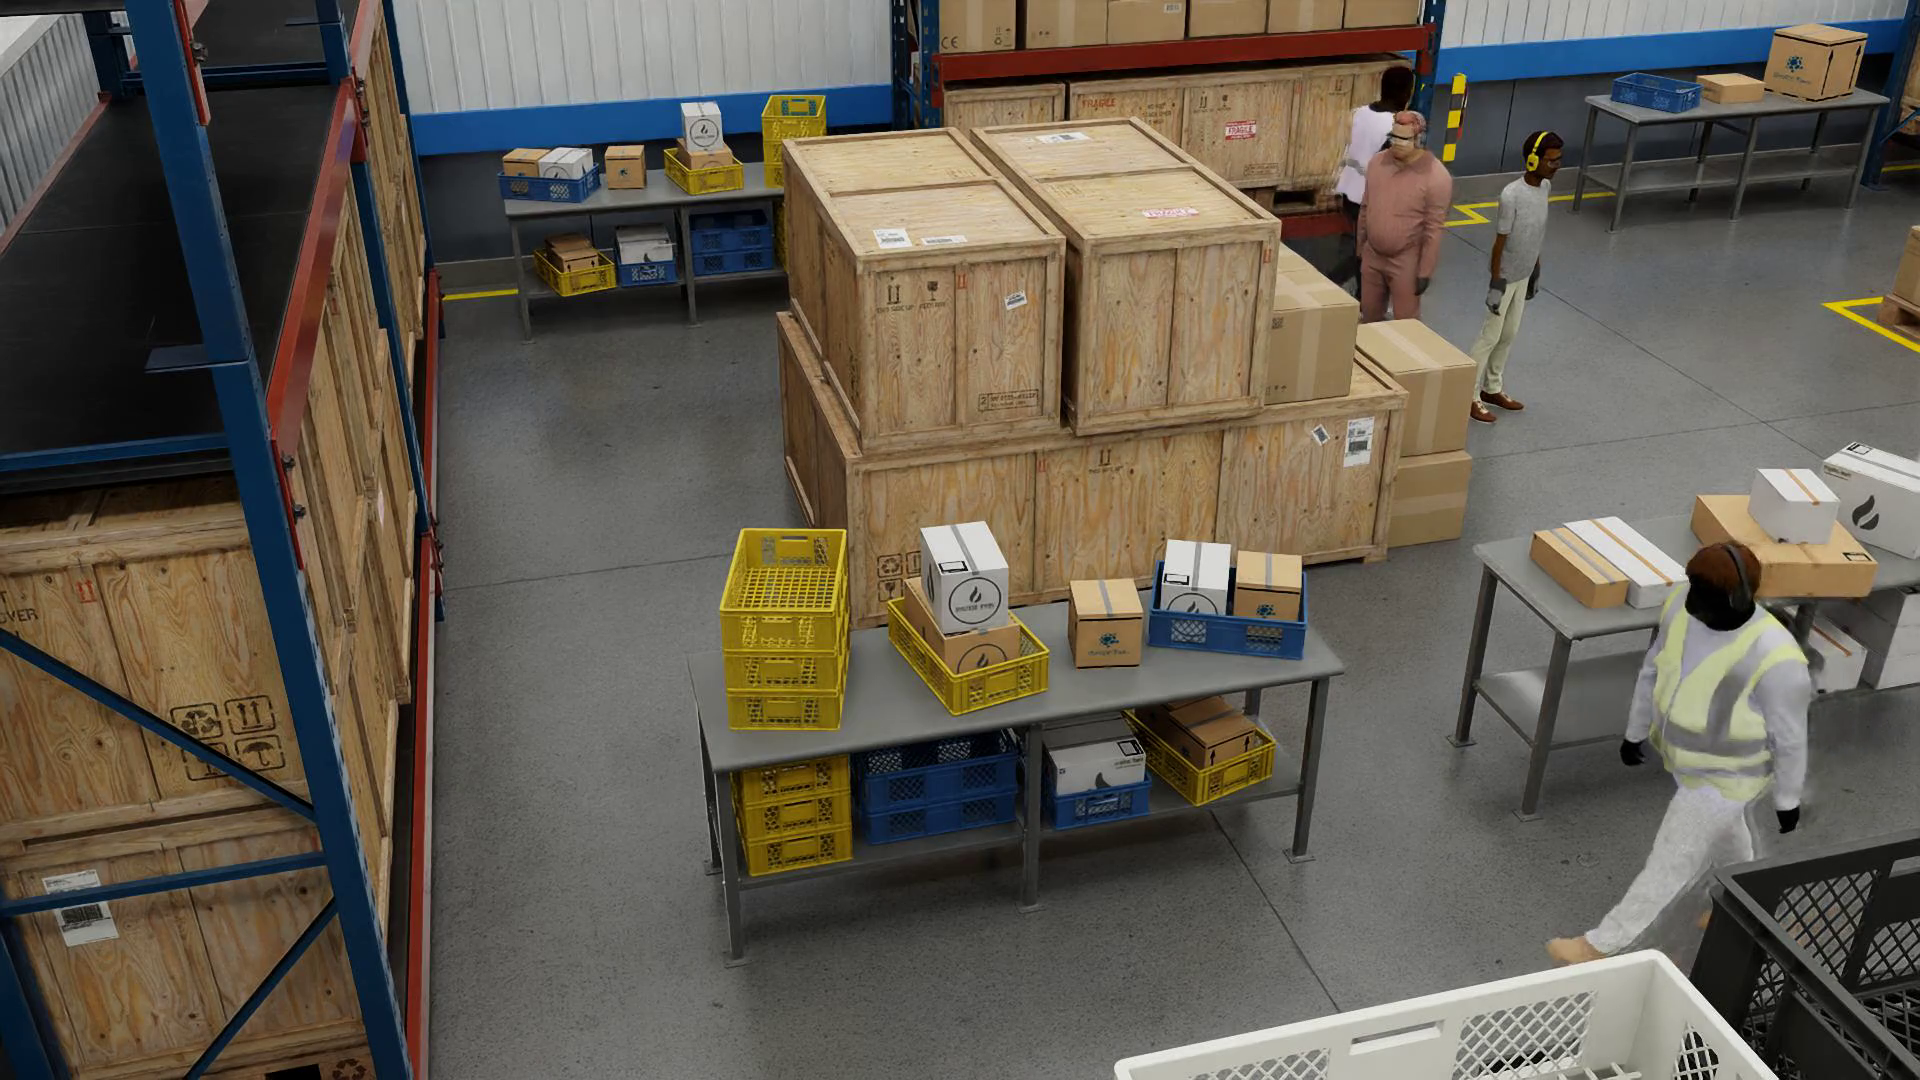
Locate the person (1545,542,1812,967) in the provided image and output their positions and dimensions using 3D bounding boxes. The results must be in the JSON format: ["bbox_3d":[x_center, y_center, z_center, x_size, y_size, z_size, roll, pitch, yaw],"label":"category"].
[{"bbox_3d":[2.724,0.802,6.079,1.031,1.779,0.651,-6,29,-11],"label":"person"}]

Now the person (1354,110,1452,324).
[{"bbox_3d":[2.791,-1.826,10.735,0.398,1.898,0.641,-21,35,-33],"label":"person"}]

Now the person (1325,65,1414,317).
[{"bbox_3d":[2.841,-2.428,11.843,0.789,1.886,0.636,-8,30,-13],"label":"person"}]

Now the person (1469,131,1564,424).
[{"bbox_3d":[3.469,-1.642,10.436,0.508,1.862,0.332,-23,36,-36],"label":"person"}]
